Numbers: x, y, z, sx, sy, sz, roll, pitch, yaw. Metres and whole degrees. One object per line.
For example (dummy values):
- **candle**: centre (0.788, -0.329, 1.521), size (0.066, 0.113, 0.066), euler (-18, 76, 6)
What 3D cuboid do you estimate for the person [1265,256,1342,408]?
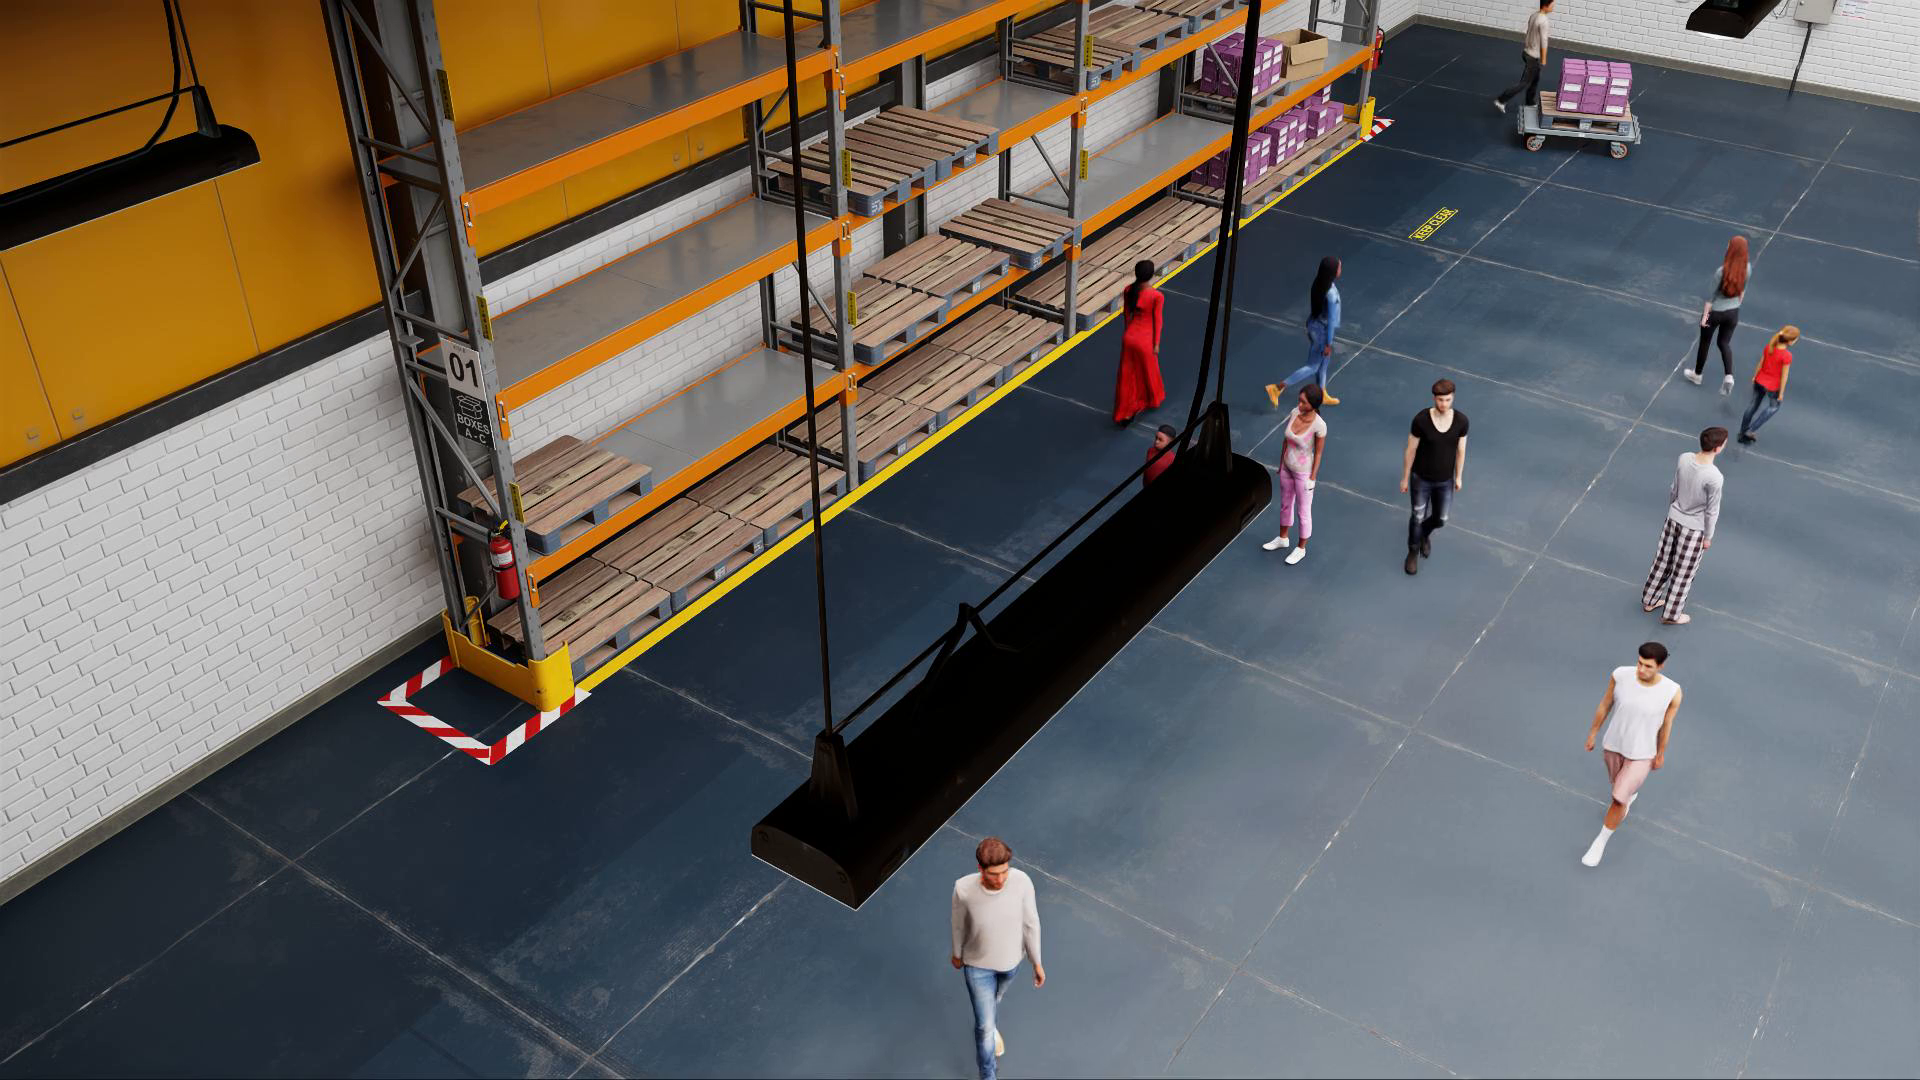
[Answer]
- **person**: centre (3.572, -2.078, 16.967), size (1.123, 1.686, 1.075), euler (-5, 34, -7)

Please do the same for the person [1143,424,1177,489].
- **person**: centre (1.797, -0.482, 14.955), size (0.530, 1.256, 0.521), euler (27, 42, 35)

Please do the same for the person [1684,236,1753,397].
- **person**: centre (7.950, -2.297, 17.260), size (0.994, 1.726, 1.071), euler (-5, 34, -8)

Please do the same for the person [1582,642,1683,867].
- **person**: centre (4.747, 1.395, 11.679), size (0.770, 1.756, 1.174), euler (26, 42, 34)

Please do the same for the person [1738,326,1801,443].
- **person**: centre (7.970, -1.513, 16.467), size (0.663, 1.298, 0.648), euler (-18, 38, -25)

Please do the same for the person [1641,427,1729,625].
- **person**: centre (6.077, -0.131, 13.892), size (0.705, 1.848, 0.702), euler (-14, 36, -20)

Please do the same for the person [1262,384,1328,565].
- **person**: centre (3.001, -0.606, 14.699), size (0.621, 1.745, 0.631), euler (-21, 39, -28)

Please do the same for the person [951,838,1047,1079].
- **person**: centre (0.175, 2.437, 10.009), size (1.063, 1.870, 1.077), euler (-11, 35, -15)

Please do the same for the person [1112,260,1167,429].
- **person**: centre (1.749, -1.928, 16.683), size (0.653, 1.751, 1.044), euler (20, 38, 27)

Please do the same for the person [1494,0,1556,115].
- **person**: centre (8.342, -7.105, 24.454), size (1.141, 1.769, 1.112), euler (-4, 34, -6)

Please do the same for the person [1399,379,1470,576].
- **person**: centre (4.125, -0.599, 14.564), size (0.850, 1.883, 0.899), euler (4, 34, 6)
